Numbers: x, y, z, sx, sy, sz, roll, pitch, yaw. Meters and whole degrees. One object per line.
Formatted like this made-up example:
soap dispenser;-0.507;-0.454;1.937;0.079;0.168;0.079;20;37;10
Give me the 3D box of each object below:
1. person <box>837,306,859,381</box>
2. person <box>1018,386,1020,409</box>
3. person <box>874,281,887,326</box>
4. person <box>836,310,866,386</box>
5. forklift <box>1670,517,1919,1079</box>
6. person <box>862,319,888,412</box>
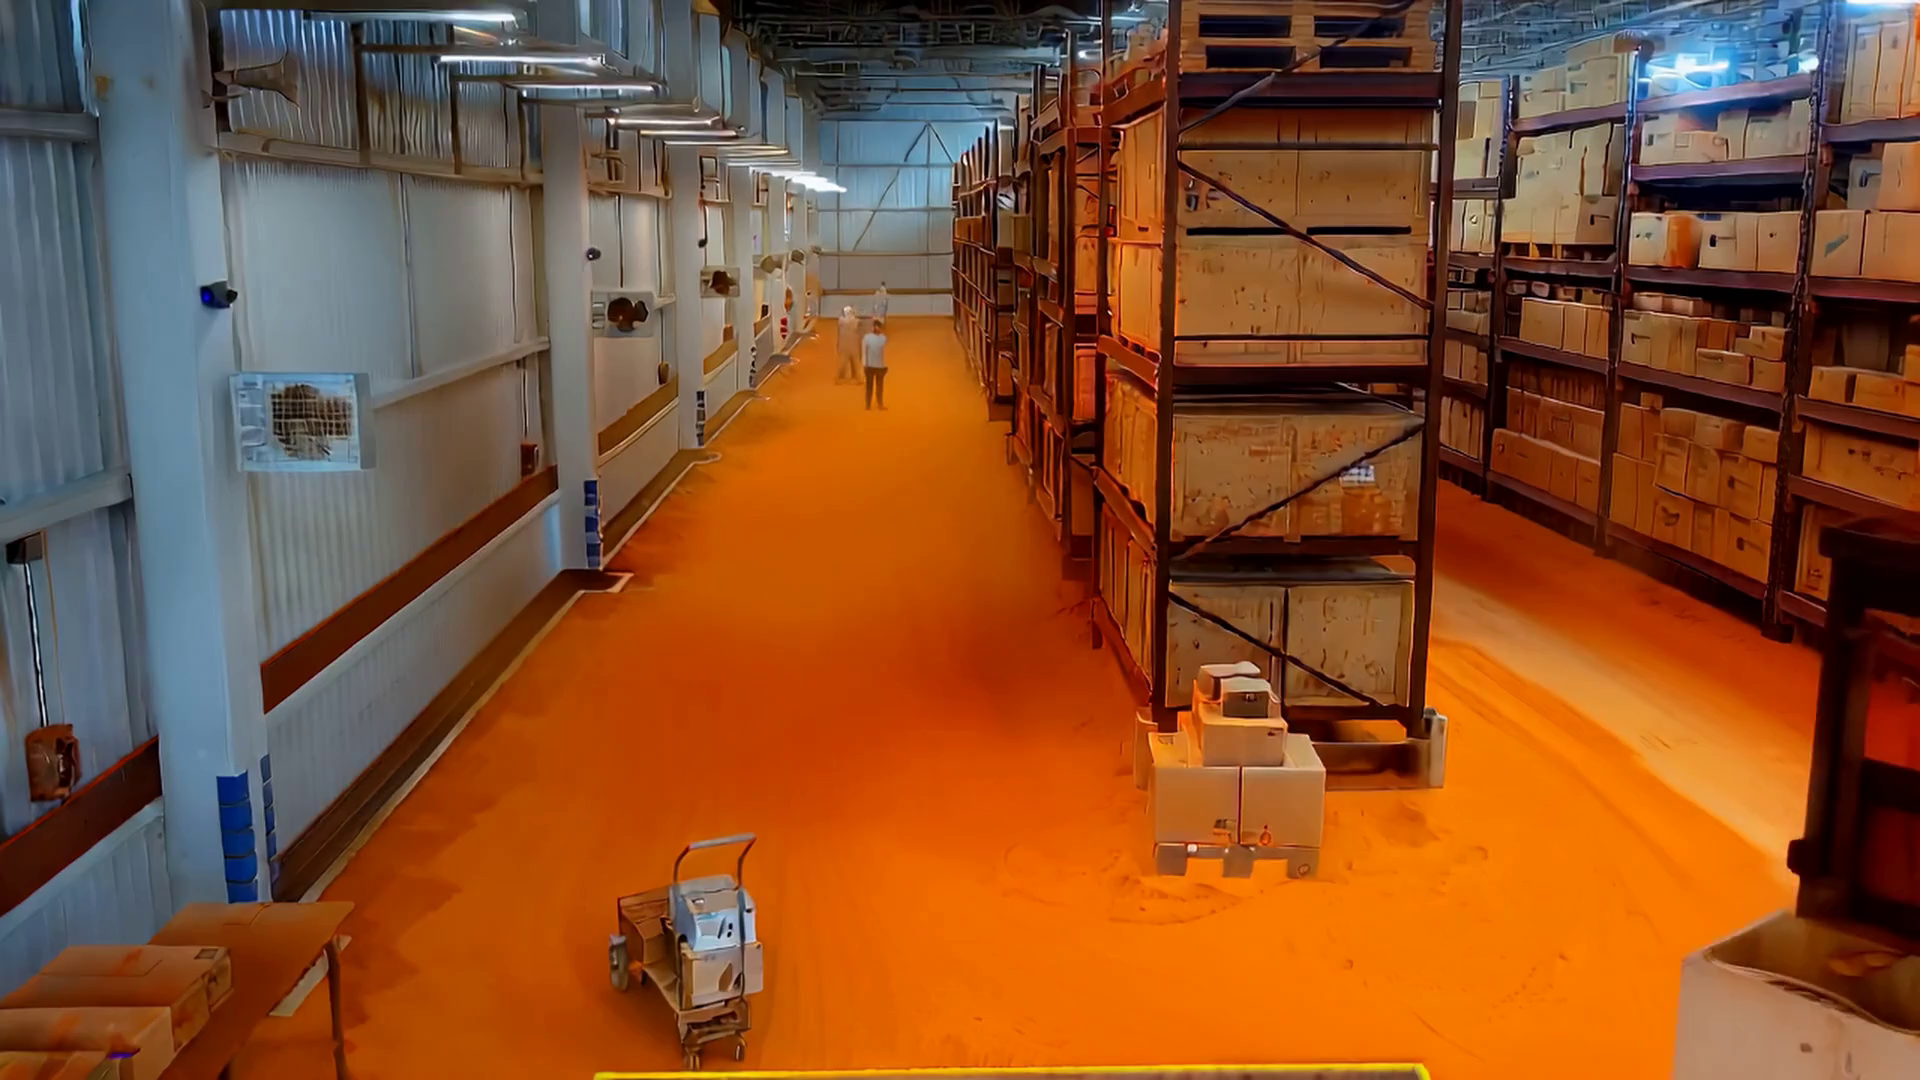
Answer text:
person;-2.860;-5.014;42.472;0.586;1.913;0.397;-5;12;-24
person;1.261;-2.434;29.227;0.633;1.842;0.429;8;14;36
person;-3.061;-9.129;64.313;0.565;1.744;0.355;-6;13;-30
person;-2.721;-4.731;41.097;0.695;1.888;0.448;5;12;24
forklift;3.957;1.341;6.872;1.873;2.768;1.129;-8;13;-35
person;-1.813;-3.747;35.685;0.620;1.985;0.408;-7;13;-34
